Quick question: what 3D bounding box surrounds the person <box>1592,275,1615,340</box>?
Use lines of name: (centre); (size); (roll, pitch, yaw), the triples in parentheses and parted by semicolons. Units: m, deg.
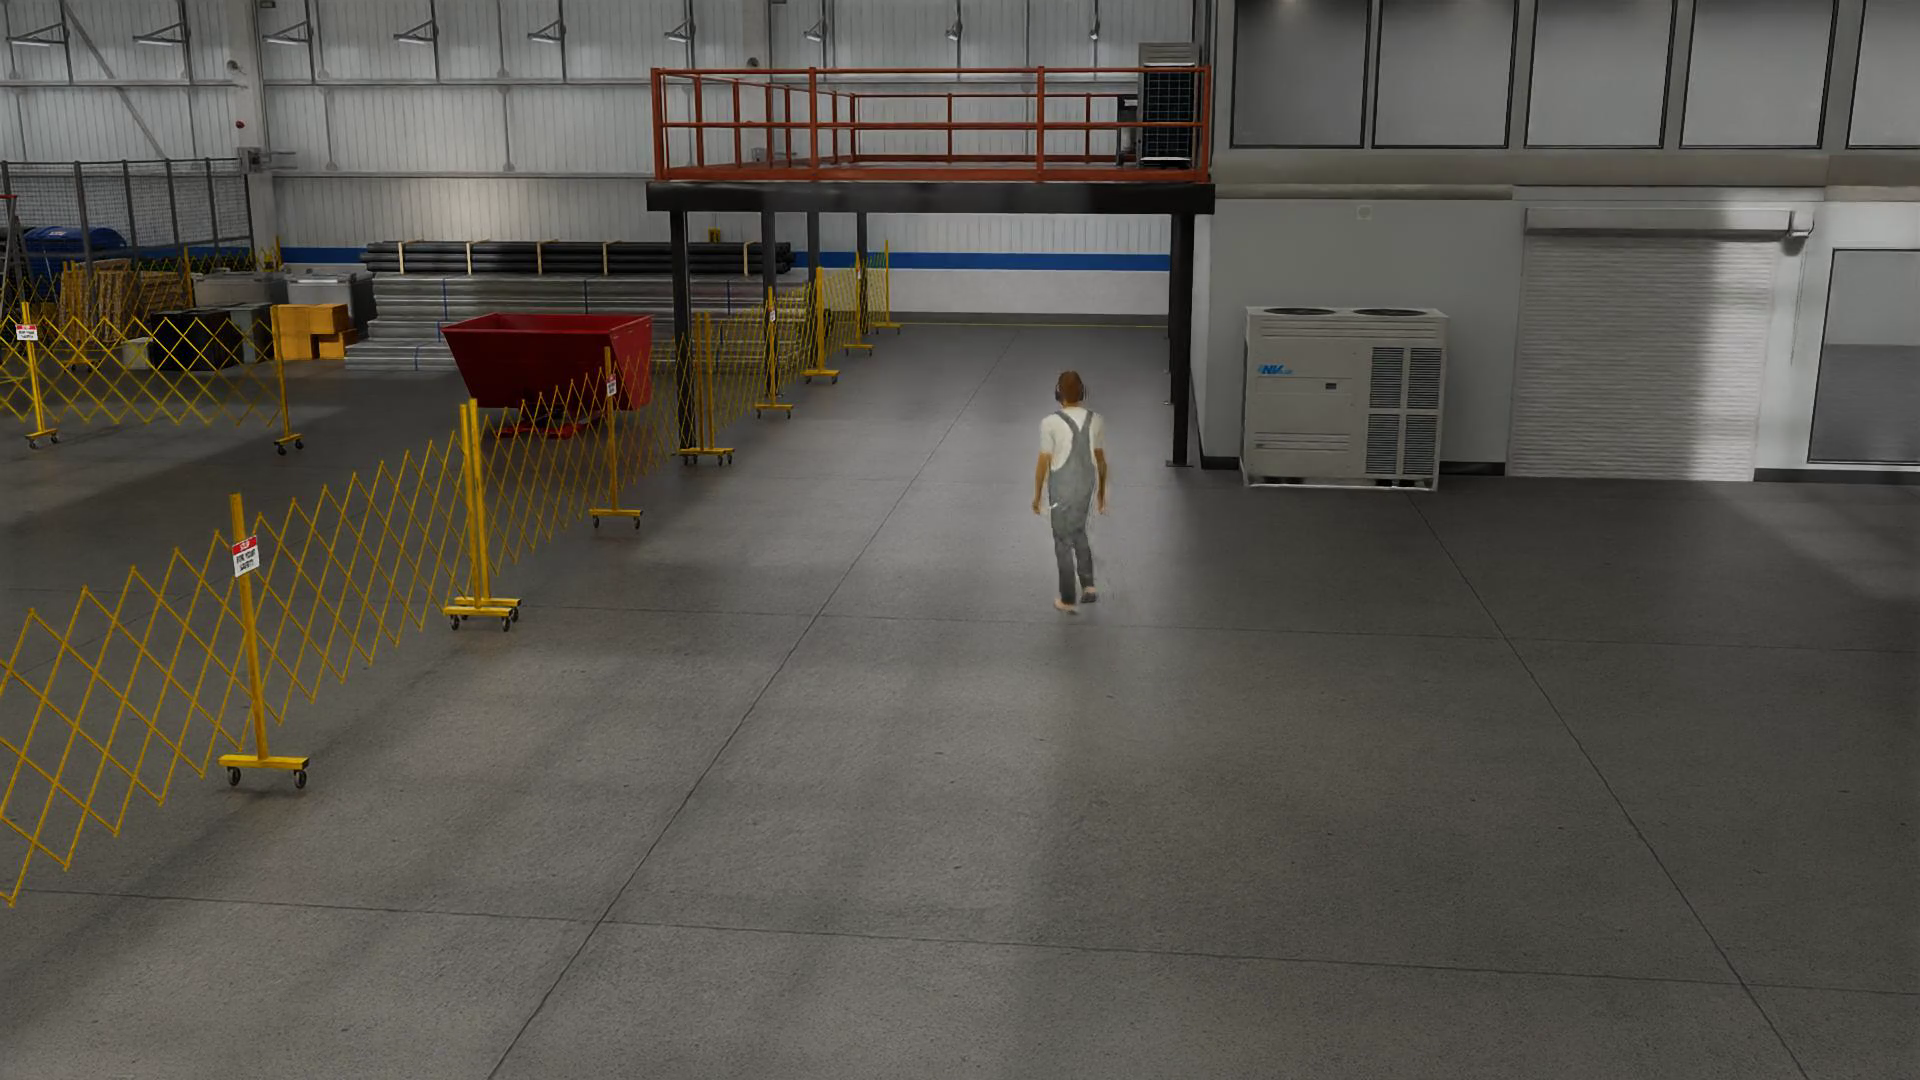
person: (9.497, -3.357, 24.704); (0.624, 1.822, 0.455); (6, 15, 23)

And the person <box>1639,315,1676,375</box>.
person: (8.290, -2.154, 19.719); (0.993, 1.855, 0.652); (-3, 14, -14)

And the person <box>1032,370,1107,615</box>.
person: (0.816, -0.348, 12.396); (0.511, 1.826, 0.398); (-6, 15, -24)
